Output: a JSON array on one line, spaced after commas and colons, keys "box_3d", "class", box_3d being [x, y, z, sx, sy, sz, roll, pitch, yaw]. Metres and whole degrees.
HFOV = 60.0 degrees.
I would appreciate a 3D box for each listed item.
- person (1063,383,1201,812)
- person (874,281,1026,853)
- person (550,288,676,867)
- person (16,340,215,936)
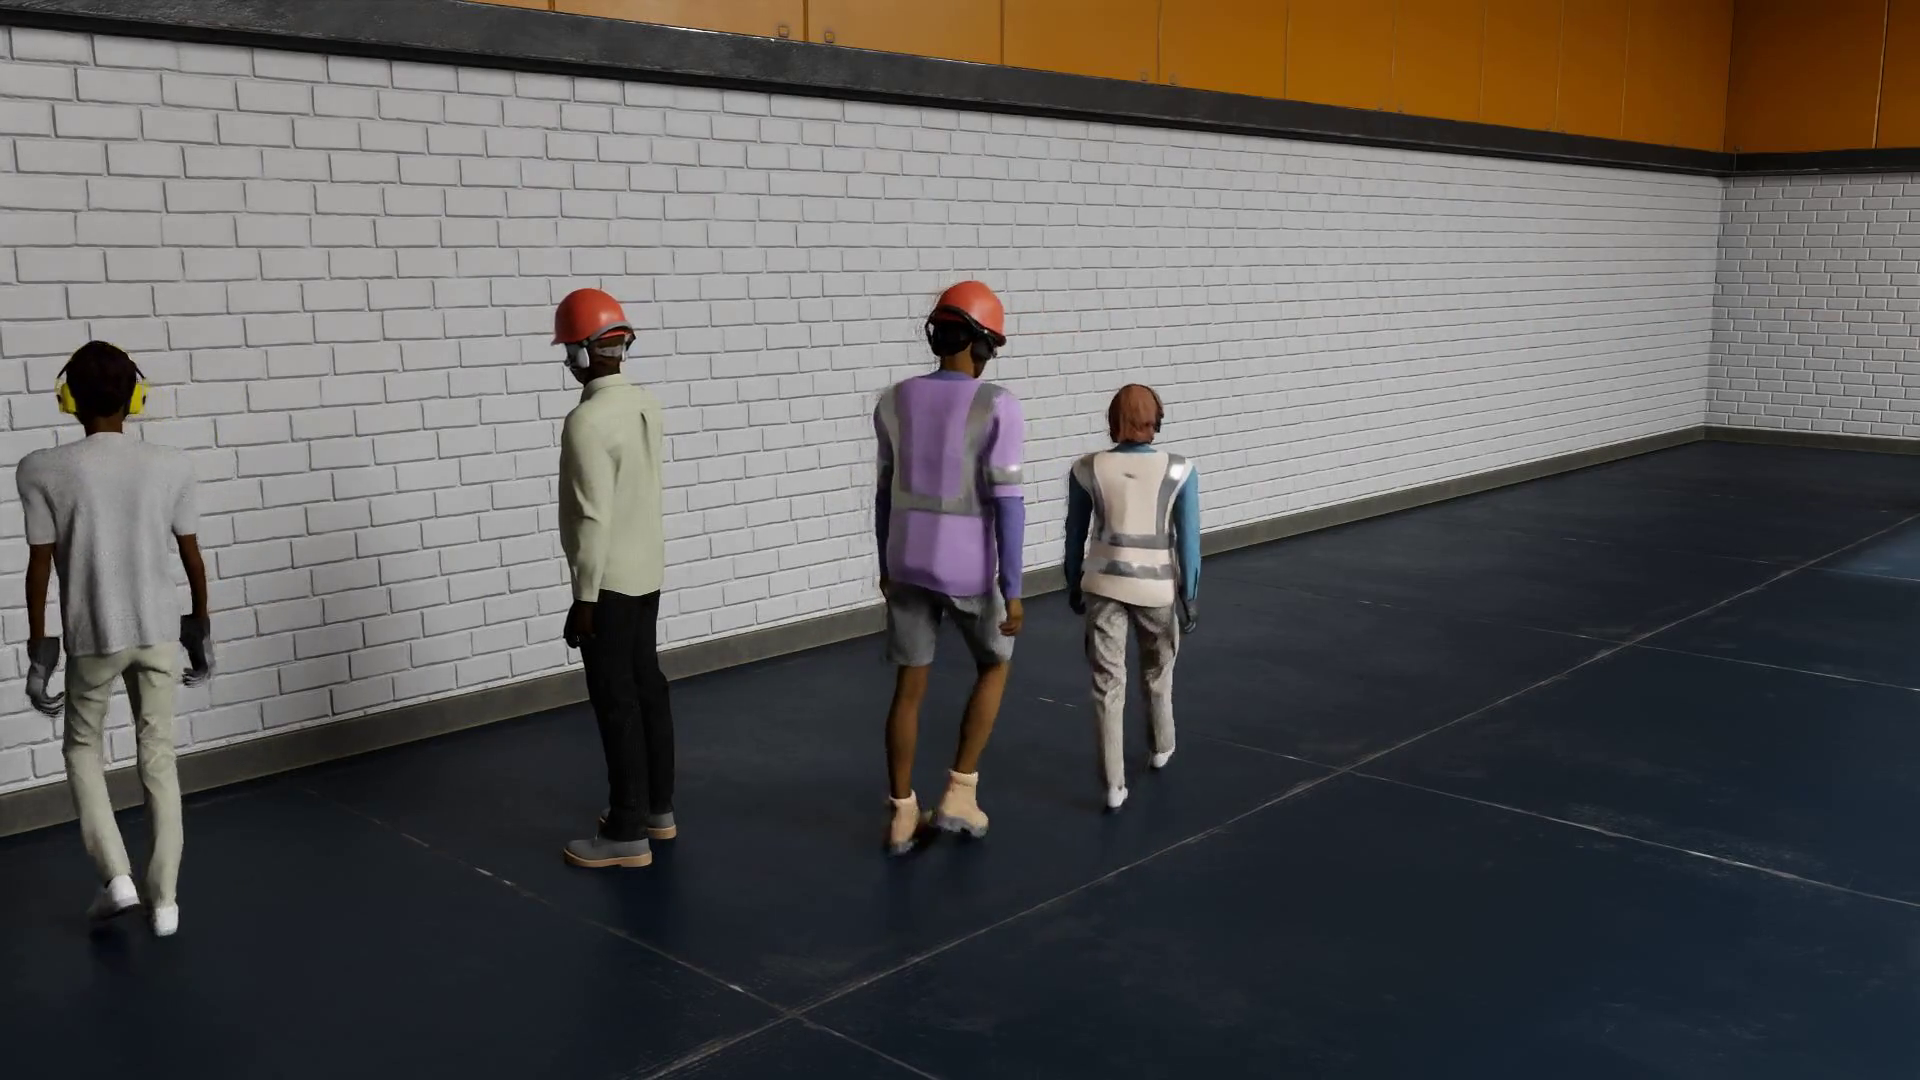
[{"box_3d": [0.677, 0.194, 6.490, 0.545, 1.598, 0.806, 2, 10, 13], "class": "person"}, {"box_3d": [-0.056, 0.105, 5.865, 0.682, 2.007, 0.539, 5, 11, 28], "class": "person"}, {"box_3d": [-1.214, 0.134, 5.759, 0.394, 1.987, 0.623, 2, 10, 11], "class": "person"}, {"box_3d": [-2.590, 0.318, 5.131, 0.543, 1.844, 0.407, -7, 12, -34], "class": "person"}]
